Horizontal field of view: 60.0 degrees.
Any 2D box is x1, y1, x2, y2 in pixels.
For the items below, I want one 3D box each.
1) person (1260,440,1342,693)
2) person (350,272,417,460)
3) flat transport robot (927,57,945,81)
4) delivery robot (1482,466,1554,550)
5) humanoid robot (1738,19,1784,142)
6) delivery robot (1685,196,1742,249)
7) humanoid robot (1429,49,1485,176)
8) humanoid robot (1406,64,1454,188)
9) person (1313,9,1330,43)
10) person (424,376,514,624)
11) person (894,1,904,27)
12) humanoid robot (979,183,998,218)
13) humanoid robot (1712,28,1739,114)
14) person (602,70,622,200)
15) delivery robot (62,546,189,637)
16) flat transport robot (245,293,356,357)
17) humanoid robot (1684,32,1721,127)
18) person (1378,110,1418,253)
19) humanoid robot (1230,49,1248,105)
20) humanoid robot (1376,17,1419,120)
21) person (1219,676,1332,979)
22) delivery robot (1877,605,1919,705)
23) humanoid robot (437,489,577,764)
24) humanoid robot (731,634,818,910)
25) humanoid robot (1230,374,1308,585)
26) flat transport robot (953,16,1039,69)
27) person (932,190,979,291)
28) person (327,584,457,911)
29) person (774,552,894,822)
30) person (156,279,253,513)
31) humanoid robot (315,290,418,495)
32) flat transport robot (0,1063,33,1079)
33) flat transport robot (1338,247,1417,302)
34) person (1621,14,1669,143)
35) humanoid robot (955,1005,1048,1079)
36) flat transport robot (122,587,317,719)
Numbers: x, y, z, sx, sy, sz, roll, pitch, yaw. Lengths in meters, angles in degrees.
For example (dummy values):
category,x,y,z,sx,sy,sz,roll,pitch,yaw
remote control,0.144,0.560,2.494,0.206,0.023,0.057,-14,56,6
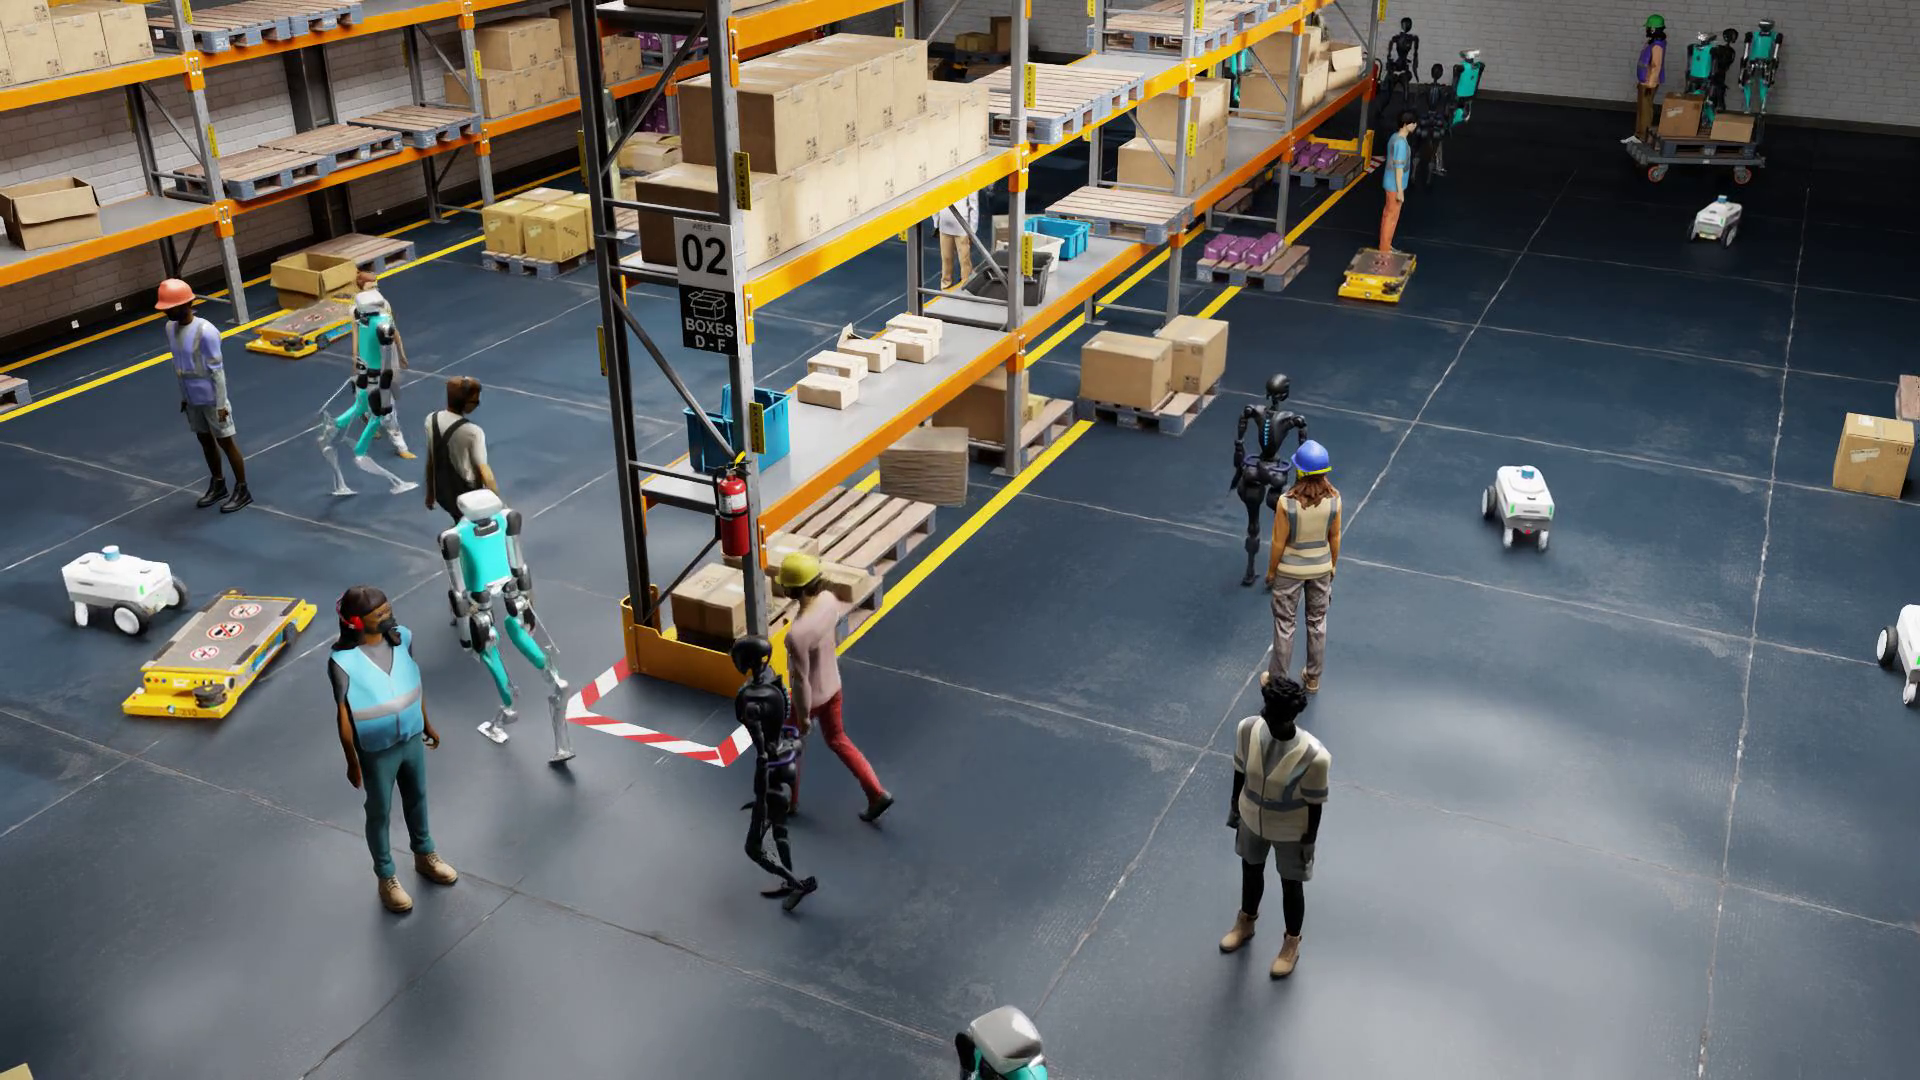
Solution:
category,x,y,z,sx,sy,sz,roll,pitch,yaw
person,2.200,0.189,10.692,0.462,1.781,0.305,-4,27,-8
person,-5.040,-1.543,14.358,0.771,1.632,0.450,17,31,30
flat transport robot,-0.734,-6.718,26.349,1.431,0.231,0.659,5,27,9
delivery robot,4.415,-0.296,13.038,0.499,0.580,0.757,4,27,7
humanoid robot,11.992,-6.851,25.010,0.531,1.805,0.801,8,27,16
delivery robot,9.251,-3.887,20.330,0.499,0.614,0.804,21,33,36
humanoid robot,6.833,-6.009,23.252,0.531,1.753,0.763,-15,30,-28
humanoid robot,6.365,-5.600,22.490,0.598,1.649,0.331,7,27,14
person,5.394,-7.283,25.698,0.582,1.857,0.476,-11,28,-21
person,-3.446,-0.332,11.723,0.586,1.797,0.757,16,30,29
person,-1.009,-9.525,30.273,0.364,1.825,0.514,17,31,30
humanoid robot,0.389,-4.946,21.187,0.426,1.649,0.601,-23,34,-38
humanoid robot,11.431,-6.847,25.015,0.333,1.646,0.601,12,29,23
person,-4.539,-5.121,21.345,0.391,1.846,0.563,0,26,-1
delivery robot,-5.930,0.339,11.778,0.773,0.601,0.518,7,27,15
flat transport robot,-6.658,-2.230,17.283,0.659,0.231,1.431,10,28,20
humanoid robot,10.930,-6.518,24.310,0.738,1.796,0.555,-13,29,-24
person,5.130,-4.157,19.499,0.339,1.759,0.499,3,27,7
humanoid robot,4.314,-6.664,24.618,1.048,1.746,0.552,0,26,-1
humanoid robot,6.914,-7.384,26.162,0.591,1.640,0.767,-8,28,-16
person,1.573,1.414,8.321,0.535,1.692,0.319,21,33,36
delivery robot,6.417,0.728,10.983,0.499,0.592,0.774,9,28,17
humanoid robot,-2.641,0.597,9.975,1.024,1.783,0.531,23,34,38
humanoid robot,-0.956,1.213,8.735,0.400,1.642,0.616,1,26,2
humanoid robot,2.227,-0.433,12.063,0.588,1.657,0.341,14,29,25
flat transport robot,0.624,-8.613,30.175,1.431,0.231,0.659,21,33,36
person,-0.061,-3.378,17.927,0.562,1.751,0.329,15,30,28
person,-3.028,1.074,8.808,0.379,1.864,0.540,19,32,33
person,-0.783,0.855,9.385,0.794,1.730,0.509,13,29,24
person,-6.032,-1.142,13.219,0.543,1.929,0.383,13,29,25
humanoid robot,-4.909,-1.083,13.363,0.889,1.787,0.579,-18,32,-32
flat transport robot,-3.957,3.036,6.646,1.431,0.231,0.659,-20,32,-34
flat transport robot,4.752,-3.016,18.870,0.659,0.231,1.431,10,28,19
person,10.183,-6.775,24.594,0.421,1.928,0.533,5,27,9
humanoid robot,-0.088,2.567,6.013,1.073,1.767,0.530,-19,32,-33
flat transport robot,-4.986,0.749,11.265,0.659,0.231,1.431,2,26,5
